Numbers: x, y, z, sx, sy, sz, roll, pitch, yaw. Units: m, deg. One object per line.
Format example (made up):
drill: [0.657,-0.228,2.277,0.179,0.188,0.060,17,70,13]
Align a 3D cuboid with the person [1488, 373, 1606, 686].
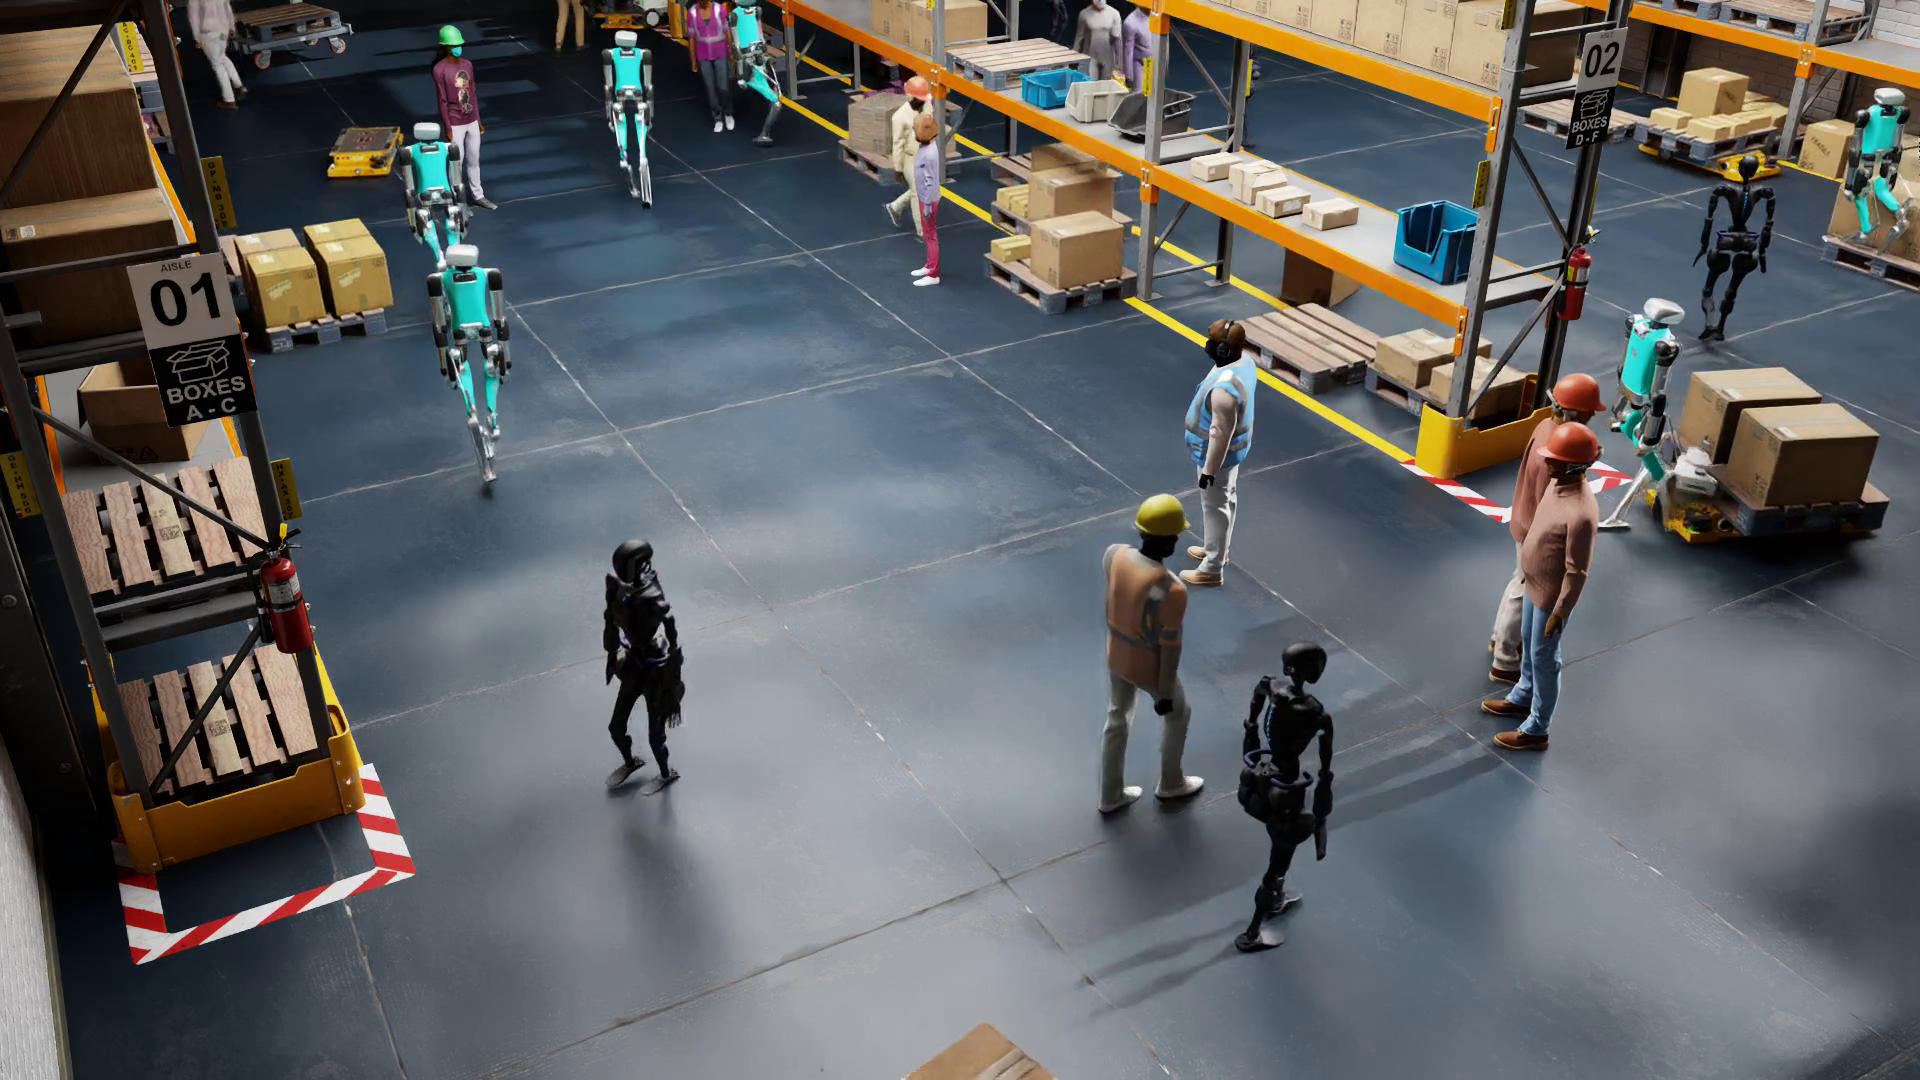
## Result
person: [3.445,-0.065,9.809,0.404,1.984,0.612,9,31,15]

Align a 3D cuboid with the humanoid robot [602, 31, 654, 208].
humanoid robot: [-3.473,-4.389,17.674,0.555,1.882,0.799,-7,31,-11]

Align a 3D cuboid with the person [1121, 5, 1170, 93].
person: [2.126,-5.504,19.380,0.683,1.880,0.556,-19,35,-30]

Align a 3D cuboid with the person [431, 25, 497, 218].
person: [-5.214,-4.375,17.340,0.421,1.952,0.488,19,35,30]

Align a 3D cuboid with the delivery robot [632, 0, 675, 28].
delivery robot: [-4.581,-8.112,25.237,0.785,0.587,0.499,-20,35,-31]

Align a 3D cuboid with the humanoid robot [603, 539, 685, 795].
humanoid robot: [-1.668,0.687,8.820,0.600,1.642,0.375,20,35,30]

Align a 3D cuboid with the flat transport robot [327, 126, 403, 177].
flat transport robot: [-6.877,-4.506,19.255,0.659,0.231,1.431,-5,30,-8]

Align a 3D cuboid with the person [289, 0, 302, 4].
person: [-9.869,-8.441,24.539,0.430,1.831,0.634,-13,32,-21]

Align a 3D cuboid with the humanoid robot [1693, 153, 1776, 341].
humanoid robot: [6.684,-2.487,14.329,0.589,1.630,0.479,7,31,11]

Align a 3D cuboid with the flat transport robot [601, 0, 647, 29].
flat transport robot: [-5.004,-8.052,25.426,0.659,0.231,1.431,2,30,3]

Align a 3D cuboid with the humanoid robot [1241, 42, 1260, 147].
humanoid robot: [3.297,-5.356,19.322,0.329,1.651,0.583,0,30,0]

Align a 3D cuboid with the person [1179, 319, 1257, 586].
person: [1.668,-0.570,10.824,0.429,1.844,0.621,10,31,16]

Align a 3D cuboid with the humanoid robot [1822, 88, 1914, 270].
humanoid robot: [8.747,-3.372,15.806,0.549,1.728,1.030,-6,30,-10]

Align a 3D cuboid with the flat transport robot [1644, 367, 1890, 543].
flat transport robot: [5.718,-0.252,11.849,1.431,0.231,0.659,-4,30,-6]

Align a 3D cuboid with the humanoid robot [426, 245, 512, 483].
humanoid robot: [-3.475,-1.175,12.041,0.536,1.765,1.029,-10,31,-17]

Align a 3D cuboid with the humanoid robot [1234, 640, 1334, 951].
humanoid robot: [1.544,1.201,7.911,0.529,1.639,0.611,-18,34,-28]

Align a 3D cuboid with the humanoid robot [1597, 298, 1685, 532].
humanoid robot: [4.815,-0.759,11.365,0.763,1.893,0.552,-4,30,-7]

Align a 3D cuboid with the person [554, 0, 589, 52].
person: [-5.537,-7.762,23.485,0.572,1.700,0.669,7,31,12]

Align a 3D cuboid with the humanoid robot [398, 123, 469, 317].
humanoid robot: [-4.584,-2.748,14.783,0.552,1.761,1.056,-13,32,-21]

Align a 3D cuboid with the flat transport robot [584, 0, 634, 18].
flat transport robot: [-5.118,-8.337,25.922,1.431,0.231,0.659,-10,31,-17]

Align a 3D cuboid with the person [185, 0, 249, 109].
person: [-9.393,-6.387,20.869,0.448,1.919,0.645,12,32,20]

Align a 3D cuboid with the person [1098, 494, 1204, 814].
person: [1.032,0.588,8.752,0.728,1.904,0.586,-23,37,-35]

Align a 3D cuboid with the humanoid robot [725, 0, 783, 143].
humanoid robot: [-2.272,-5.424,19.391,0.810,1.786,0.537,19,35,30]

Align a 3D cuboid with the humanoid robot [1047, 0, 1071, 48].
humanoid robot: [1.378,-7.736,23.462,0.380,1.641,0.585,5,30,8]

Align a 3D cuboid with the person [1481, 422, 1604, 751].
person: [3.256,0.259,9.228,0.384,1.992,0.623,2,30,4]

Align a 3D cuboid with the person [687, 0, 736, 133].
person: [-2.976,-5.792,19.927,0.551,1.825,0.409,0,30,0]

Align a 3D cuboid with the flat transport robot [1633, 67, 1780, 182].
flat transport robot: [8.610,-4.438,19.135,0.659,0.231,1.431,-16,33,-25]

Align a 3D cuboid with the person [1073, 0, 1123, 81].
person: [1.636,-5.607,19.571,0.555,1.857,0.809,-3,30,-5]

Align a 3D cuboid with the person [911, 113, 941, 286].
person: [-0.319,-3.198,15.615,0.280,1.628,0.499,-3,30,-6]

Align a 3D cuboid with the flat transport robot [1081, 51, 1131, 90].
flat transport robot: [2.095,-6.345,22.454,0.659,0.231,1.431,-9,31,-16]

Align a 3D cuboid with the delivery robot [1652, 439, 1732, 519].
delivery robot: [5.289,-0.444,11.879,0.499,0.579,0.753,15,33,25]

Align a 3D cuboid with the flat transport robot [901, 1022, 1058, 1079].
flat transport robot: [0.106,2.902,6.358,0.659,0.231,1.431,4,30,7]

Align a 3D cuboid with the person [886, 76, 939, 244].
person: [-0.496,-3.816,16.595,0.637,1.712,0.609,19,35,30]

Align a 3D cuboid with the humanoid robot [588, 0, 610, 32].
humanoid robot: [-5.413,-8.409,24.634,0.609,1.647,0.351,-6,31,-11]
